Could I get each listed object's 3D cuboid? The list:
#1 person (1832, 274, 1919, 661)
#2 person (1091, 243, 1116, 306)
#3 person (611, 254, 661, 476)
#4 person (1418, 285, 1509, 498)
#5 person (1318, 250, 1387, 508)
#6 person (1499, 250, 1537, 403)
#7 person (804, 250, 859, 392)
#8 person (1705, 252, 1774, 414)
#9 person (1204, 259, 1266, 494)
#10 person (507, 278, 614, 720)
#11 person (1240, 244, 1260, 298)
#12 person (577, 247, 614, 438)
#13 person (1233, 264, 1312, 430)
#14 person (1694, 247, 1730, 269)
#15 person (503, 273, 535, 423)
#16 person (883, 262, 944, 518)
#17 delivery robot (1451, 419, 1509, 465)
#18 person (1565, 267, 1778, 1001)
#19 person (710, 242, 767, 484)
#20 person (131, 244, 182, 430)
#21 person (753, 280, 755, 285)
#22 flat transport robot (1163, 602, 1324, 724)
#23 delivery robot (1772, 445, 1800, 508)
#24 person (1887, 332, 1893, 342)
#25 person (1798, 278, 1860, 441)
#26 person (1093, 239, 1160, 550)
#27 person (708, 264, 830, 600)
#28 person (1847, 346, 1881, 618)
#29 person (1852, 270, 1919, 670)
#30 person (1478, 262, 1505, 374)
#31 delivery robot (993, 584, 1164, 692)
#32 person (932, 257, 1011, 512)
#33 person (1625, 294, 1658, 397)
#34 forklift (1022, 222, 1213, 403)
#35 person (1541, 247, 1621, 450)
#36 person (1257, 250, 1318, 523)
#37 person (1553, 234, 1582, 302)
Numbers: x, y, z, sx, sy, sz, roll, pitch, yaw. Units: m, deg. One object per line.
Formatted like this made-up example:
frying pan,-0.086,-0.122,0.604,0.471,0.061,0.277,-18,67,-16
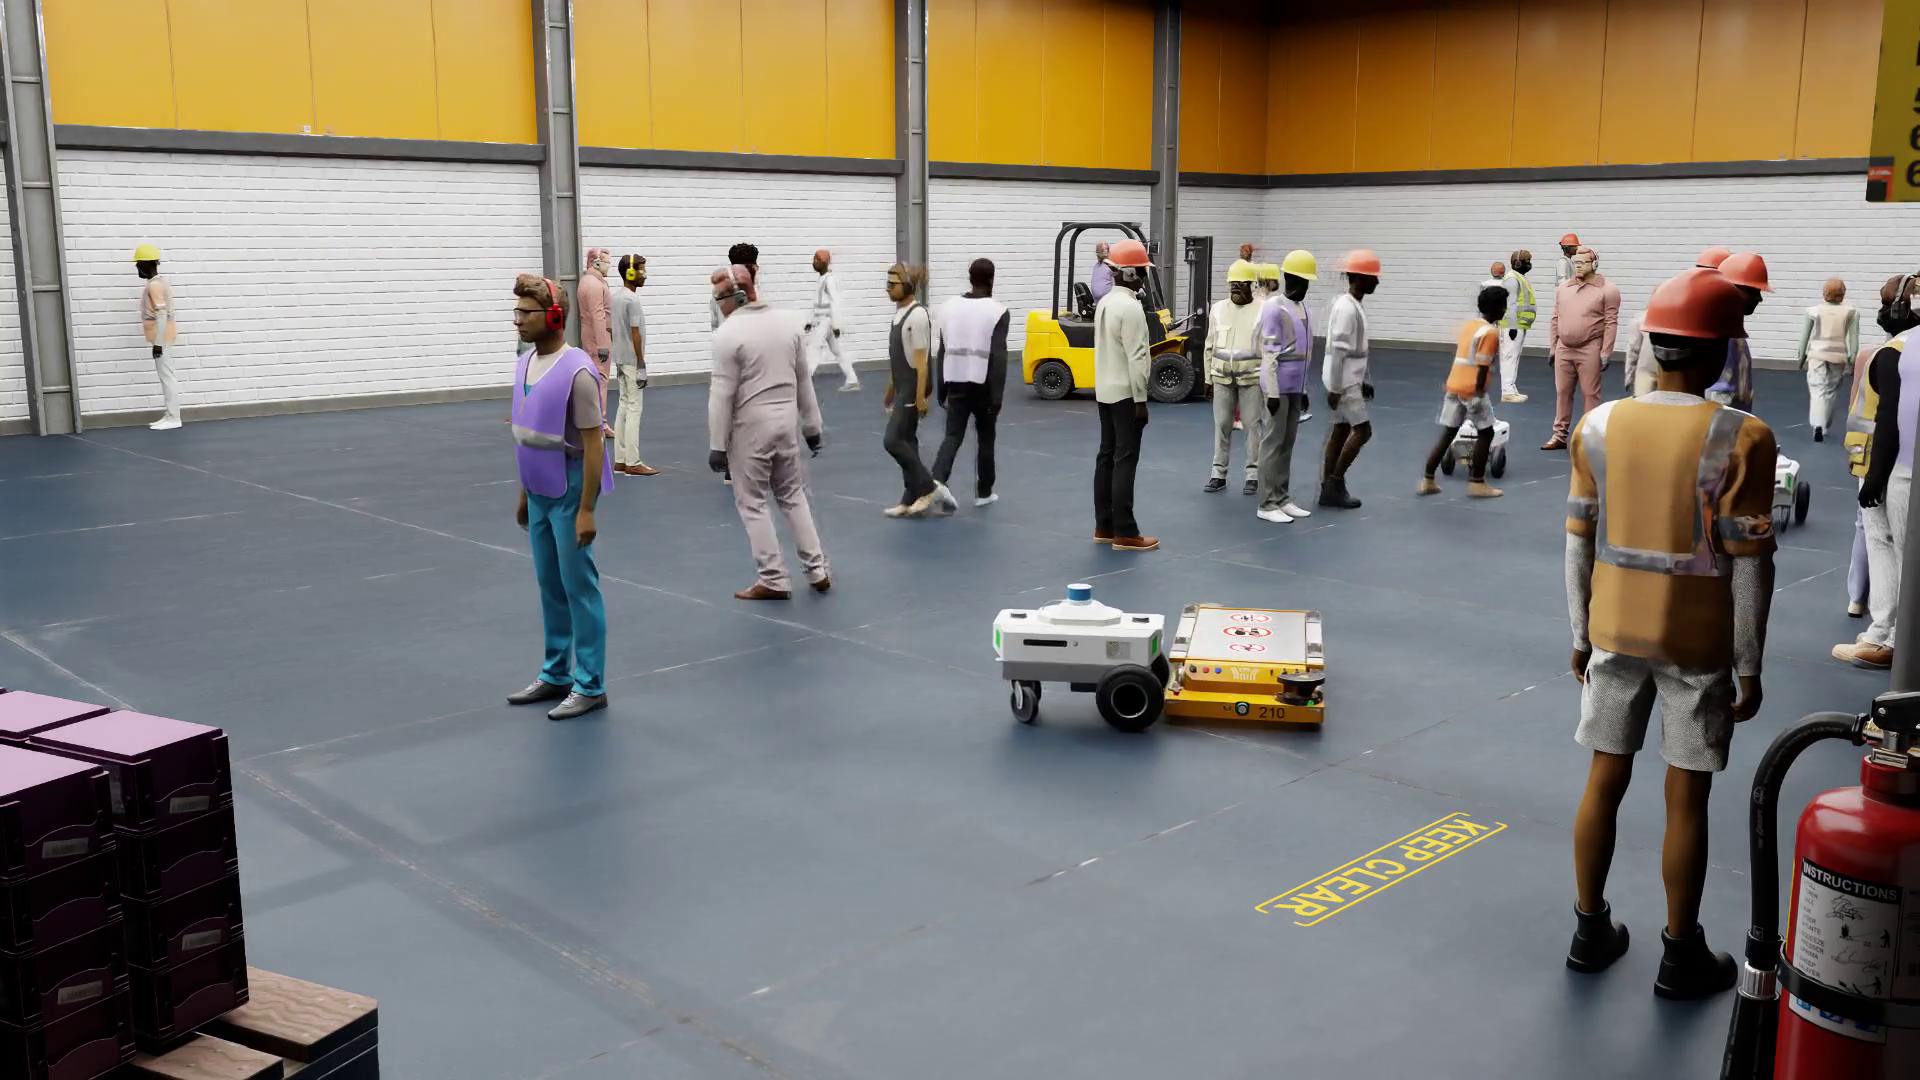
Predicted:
person,4.423,-0.329,7.879,0.631,1.842,0.428,-9,14,-41
person,2.336,-3.896,27.174,0.402,1.903,0.641,-5,12,-28
person,-2.776,-1.473,14.056,0.313,1.865,0.528,-6,12,-32
person,3.881,-1.138,12.840,0.616,1.644,0.540,-2,11,-9
person,2.878,-1.170,12.266,0.476,1.914,0.578,3,11,15
person,6.799,-2.604,20.290,0.429,1.844,0.624,5,12,26
person,-1.748,-2.793,21.378,1.001,1.833,0.580,-2,11,-12
person,4.010,-0.534,8.753,0.376,1.931,0.542,4,11,20
person,2.187,-1.274,13.056,0.590,1.833,0.404,5,12,26
person,-1.681,-0.175,7.025,0.396,1.847,0.564,-9,14,-40
person,4.697,-3.987,27.736,0.707,1.863,0.591,-5,12,-26
person,-3.601,-1.972,16.669,0.410,1.906,0.642,-4,11,-20
person,3.216,-1.983,17.213,0.895,1.716,0.554,2,11,11
person,5.796,-1.308,12.969,0.363,1.933,0.543,0,10,0
person,-4.665,-2.089,18.085,0.666,1.613,0.529,-5,11,-24
person,-0.395,-1.053,11.852,0.399,1.830,0.519,-2,11,-12
delivery robot,4.438,-0.884,14.166,0.477,0.478,0.707,6,12,30
person,1.885,0.254,4.440,0.362,1.938,0.545,-10,14,-42
person,-1.739,-1.411,13.439,0.603,1.966,0.368,8,13,37
person,-8.379,-2.111,17.364,0.388,1.927,0.589,-4,11,-23
person,-1.905,-1.460,14.440,0.322,1.698,0.533,1,10,6
flat transport robot,1.301,0.526,7.507,0.652,0.197,1.431,2,11,11
delivery robot,5.684,-0.428,11.674,0.477,0.478,0.707,6,12,29
person,8.177,-1.399,14.325,0.500,1.623,0.304,-1,10,-7
person,8.617,-1.794,16.519,0.522,1.608,0.850,4,11,22
person,1.063,-0.932,10.753,0.382,1.995,0.612,-4,11,-19
person,-1.088,-0.589,9.230,0.474,1.870,0.726,8,13,38
person,4.934,-0.442,8.711,0.318,1.766,0.535,-10,14,-43
person,4.389,-0.306,7.491,0.356,1.938,0.633,0,10,-2
person,7.799,-3.224,24.217,0.523,1.639,0.306,1,10,5
delivery robot,0.499,0.428,7.009,0.707,0.478,0.477,2,11,10
person,0.045,-1.141,12.255,0.600,1.872,0.897,5,11,25
person,5.978,-1.373,14.255,0.498,1.583,0.794,3,11,15
forklift,1.935,-2.847,20.651,2.313,2.155,1.214,2,11,13
person,5.780,-1.763,15.524,0.409,1.908,0.639,-9,14,-41
person,2.337,-1.088,11.815,0.392,1.916,0.588,8,13,36
person,9.461,-3.744,25.955,0.376,2.044,0.607,5,11,24
